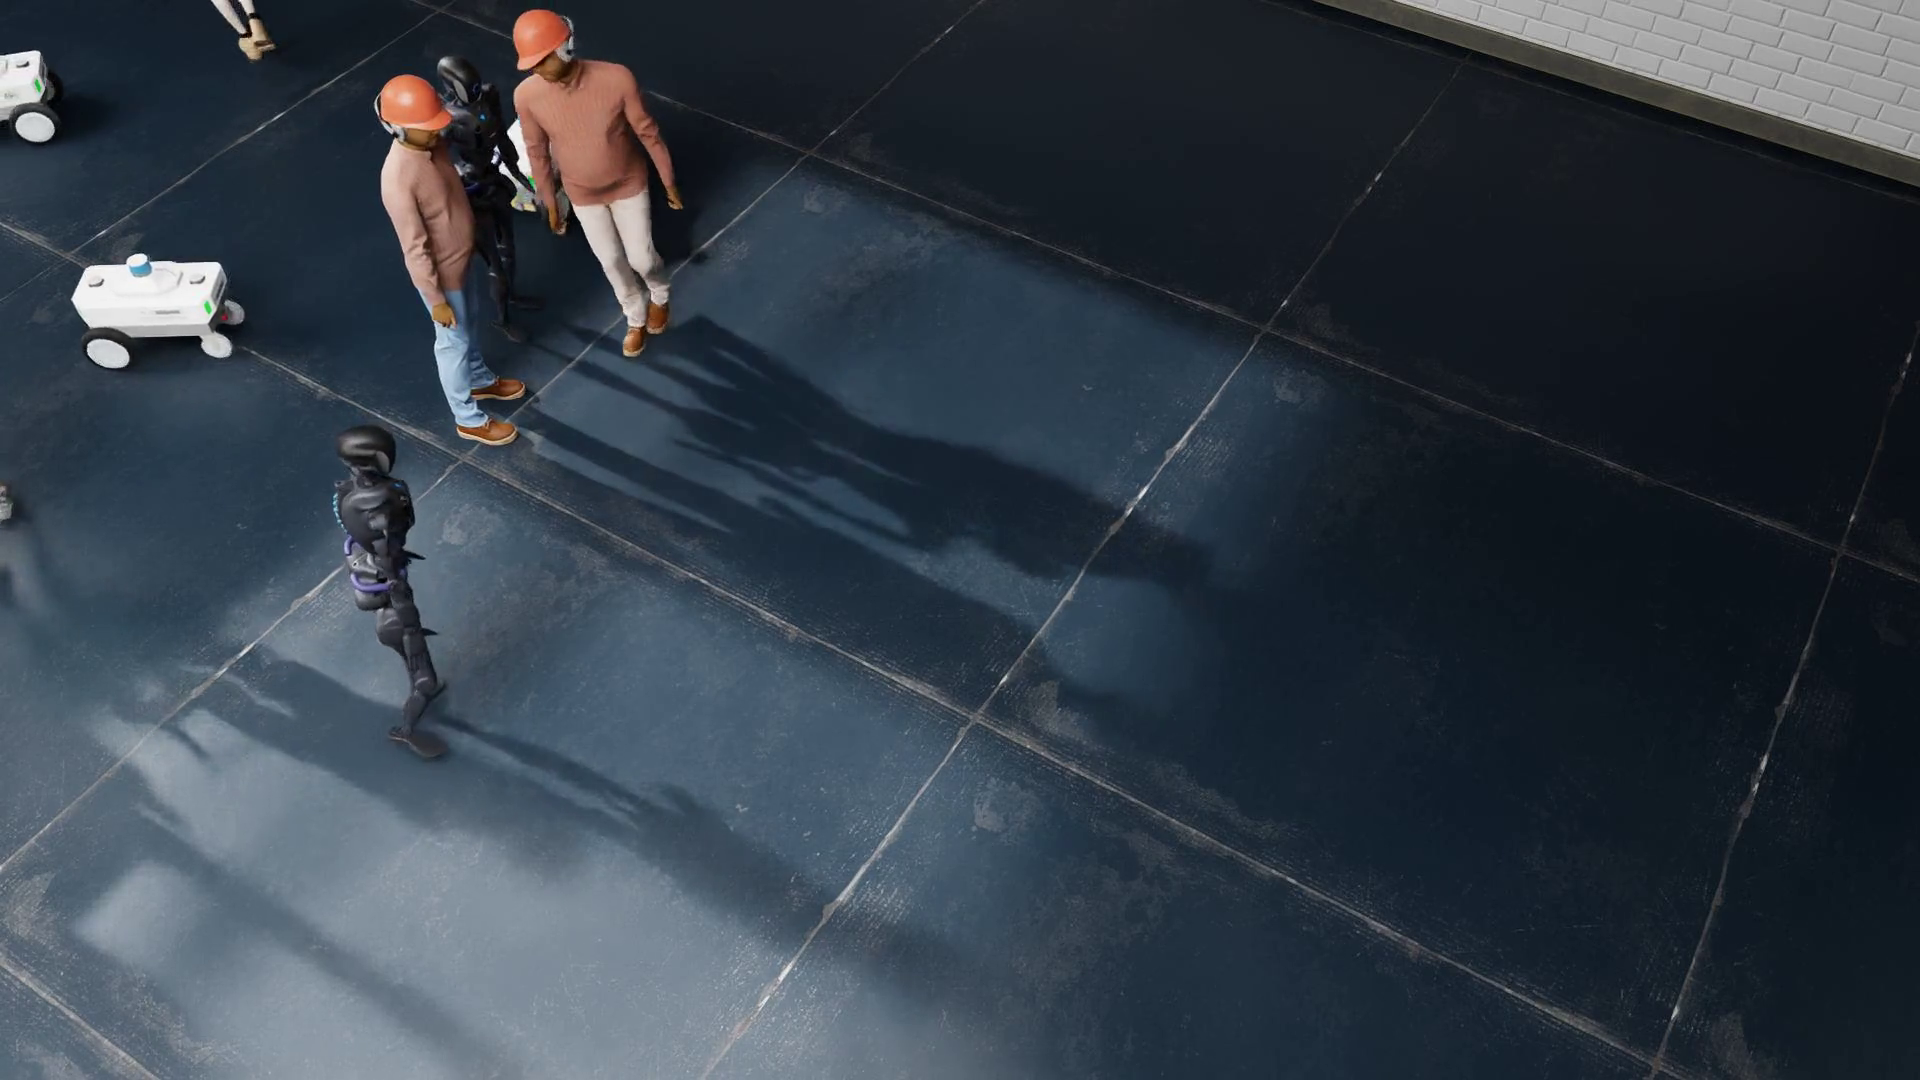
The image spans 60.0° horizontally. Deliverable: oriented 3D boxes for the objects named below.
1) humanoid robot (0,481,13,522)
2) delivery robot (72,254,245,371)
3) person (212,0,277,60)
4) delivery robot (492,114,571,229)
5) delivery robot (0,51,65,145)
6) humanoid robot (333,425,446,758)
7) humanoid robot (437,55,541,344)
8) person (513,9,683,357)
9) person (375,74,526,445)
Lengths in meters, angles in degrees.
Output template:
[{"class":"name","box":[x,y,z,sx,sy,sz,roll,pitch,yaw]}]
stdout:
[{"class":"humanoid robot","box":[-4.540,-0.459,7.259,0.558,1.758,0.950,-12,50,-10]},{"class":"delivery robot","box":[-4.216,-1.235,8.698,0.765,0.585,0.499,-2,49,-2]},{"class":"person","box":[-4.660,-3.717,10.015,0.522,1.843,0.641,-27,54,-22]},{"class":"delivery robot","box":[-2.438,-2.166,9.532,0.499,0.614,0.804,12,50,11]},{"class":"delivery robot","box":[-5.806,-2.666,9.961,0.802,0.602,0.499,-13,50,-11]},{"class":"humanoid robot","box":[-2.307,0.196,6.713,0.430,1.643,0.613,-18,51,-15]},{"class":"humanoid robot","box":[-2.405,-1.743,8.404,0.345,1.647,0.609,16,51,14]},{"class":"person","box":[-1.745,-1.736,8.227,0.725,1.952,0.404,-2,49,-2]},{"class":"person","box":[-2.398,-1.306,7.814,0.391,1.990,0.616,0,49,0]}]
